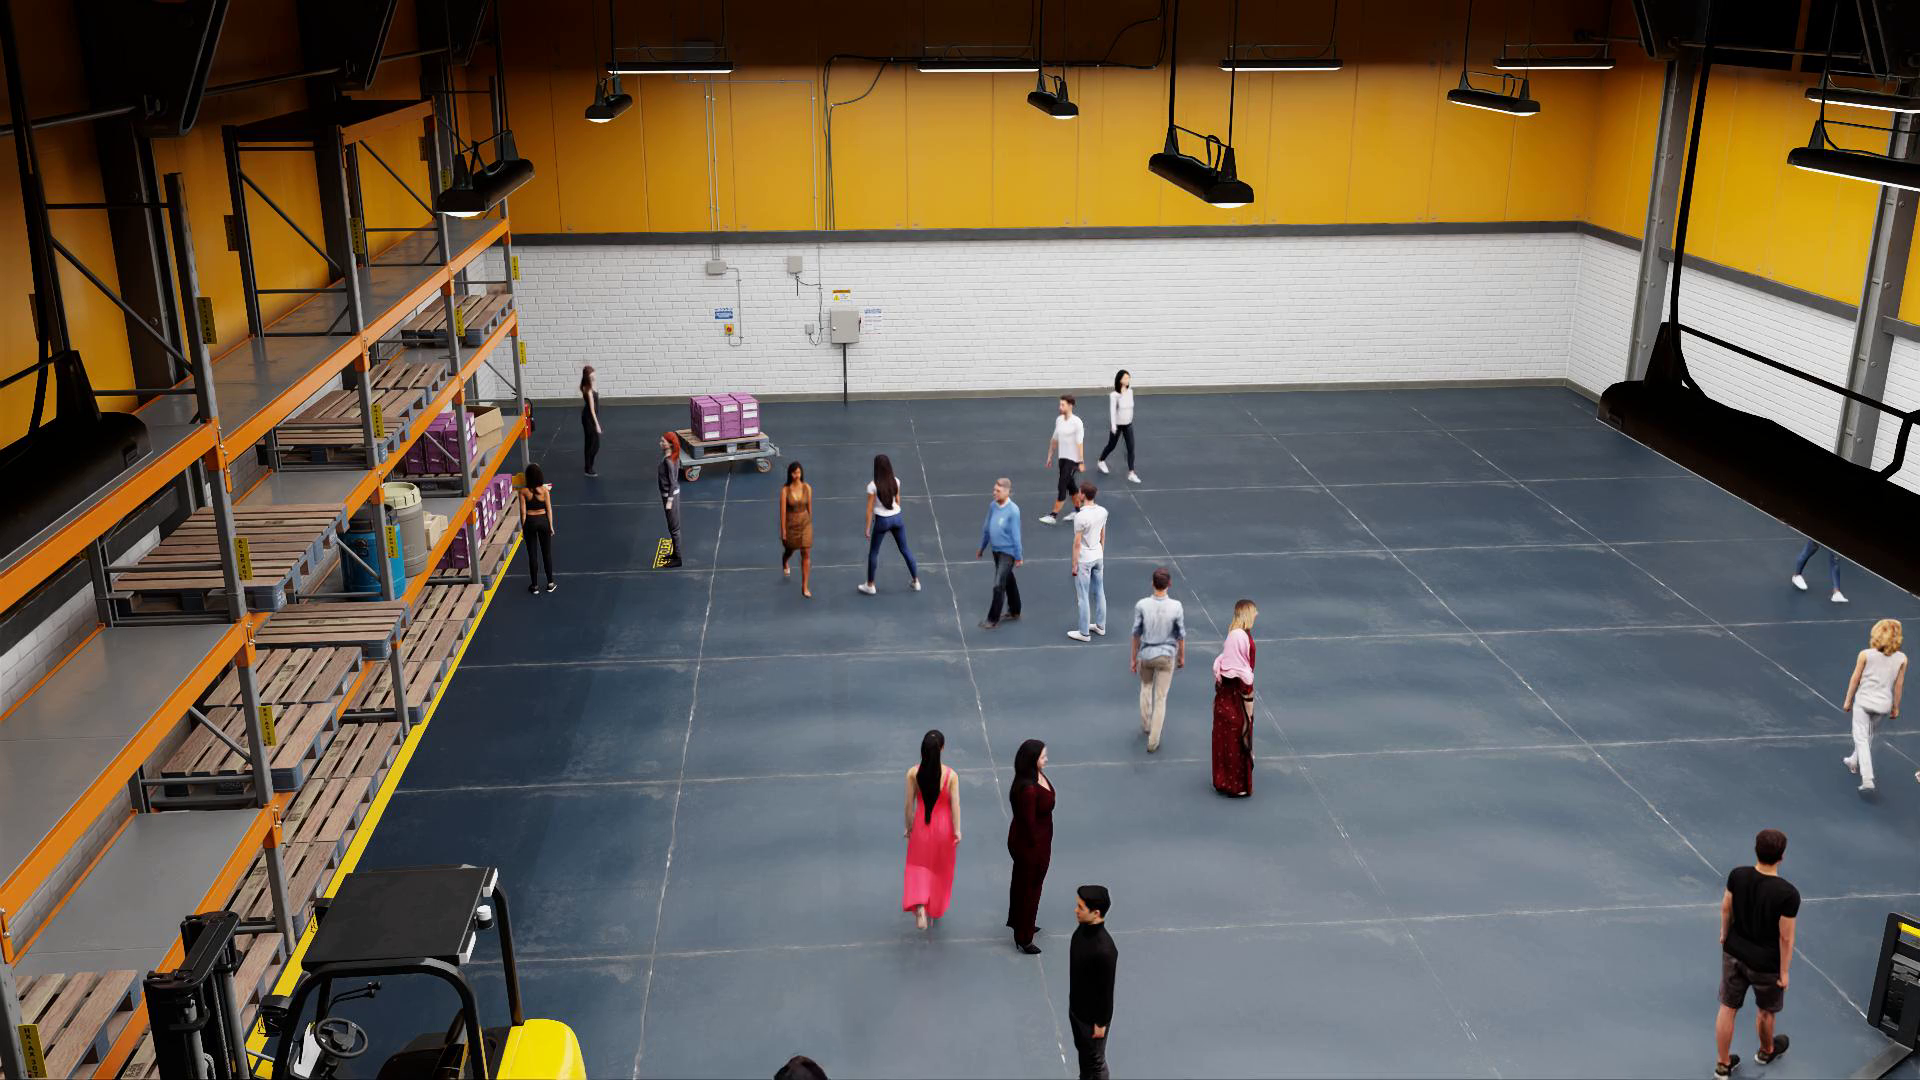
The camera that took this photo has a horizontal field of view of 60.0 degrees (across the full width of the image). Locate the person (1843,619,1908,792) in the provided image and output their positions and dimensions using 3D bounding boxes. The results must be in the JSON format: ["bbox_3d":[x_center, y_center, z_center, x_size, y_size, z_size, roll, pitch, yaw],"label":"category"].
[{"bbox_3d":[8.495,1.552,15.461,0.780,1.639,1.107,3,19,8],"label":"person"}]

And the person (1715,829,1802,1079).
[{"bbox_3d":[5.340,2.847,11.292,1.054,1.846,1.025,-15,24,-37],"label":"person"}]

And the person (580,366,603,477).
[{"bbox_3d":[-5.690,-1.852,25.438,0.826,1.723,0.523,-9,21,-26],"label":"person"}]

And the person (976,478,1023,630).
[{"bbox_3d":[0.592,0.115,19.504,0.995,1.783,1.016,-11,21,-29],"label":"person"}]

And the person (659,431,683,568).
[{"bbox_3d":[-3.731,-0.535,21.445,0.662,1.776,0.494,-4,19,-12],"label":"person"}]

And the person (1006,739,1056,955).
[{"bbox_3d":[0.529,2.350,12.914,0.742,1.754,0.567,1,19,2],"label":"person"}]

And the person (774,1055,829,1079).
[{"bbox_3d":[-0.868,3.613,9.411,0.658,1.595,1.006,0,19,-1],"label":"person"}]

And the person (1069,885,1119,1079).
[{"bbox_3d":[0.854,3.037,10.921,0.751,1.723,0.540,-5,19,-15],"label":"person"}]

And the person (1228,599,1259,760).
[{"bbox_3d":[2.702,1.341,16.100,0.658,1.632,0.450,-1,19,-2],"label":"person"}]

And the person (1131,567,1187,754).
[{"bbox_3d":[1.905,1.196,16.225,0.847,1.827,0.992,5,19,14],"label":"person"}]

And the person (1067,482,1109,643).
[{"bbox_3d":[1.488,0.234,19.045,0.721,1.849,0.758,-17,25,-42],"label":"person"}]

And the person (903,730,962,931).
[{"bbox_3d":[-0.221,2.338,13.023,0.722,1.706,0.894,2,19,7],"label":"person"}]

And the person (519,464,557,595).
[{"bbox_3d":[-5.219,-0.151,20.511,0.593,1.643,0.553,-6,19,-17],"label":"person"}]

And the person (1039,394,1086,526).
[{"bbox_3d":[1.580,-1.124,23.124,1.084,1.821,1.149,-12,22,-32],"label":"person"}]

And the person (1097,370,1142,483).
[{"bbox_3d":[2.373,-1.740,25.200,1.002,1.662,1.215,-13,23,-34],"label":"person"}]

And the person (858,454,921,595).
[{"bbox_3d":[-0.923,-0.170,20.415,0.948,1.742,0.898,-10,21,-27],"label":"person"}]

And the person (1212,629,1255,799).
[{"bbox_3d":[2.526,1.591,15.358,0.814,1.631,0.694,-11,21,-29],"label":"person"}]

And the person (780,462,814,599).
[{"bbox_3d":[-2.037,-0.156,20.493,0.801,1.664,1.112,-8,20,-23],"label":"person"}]
